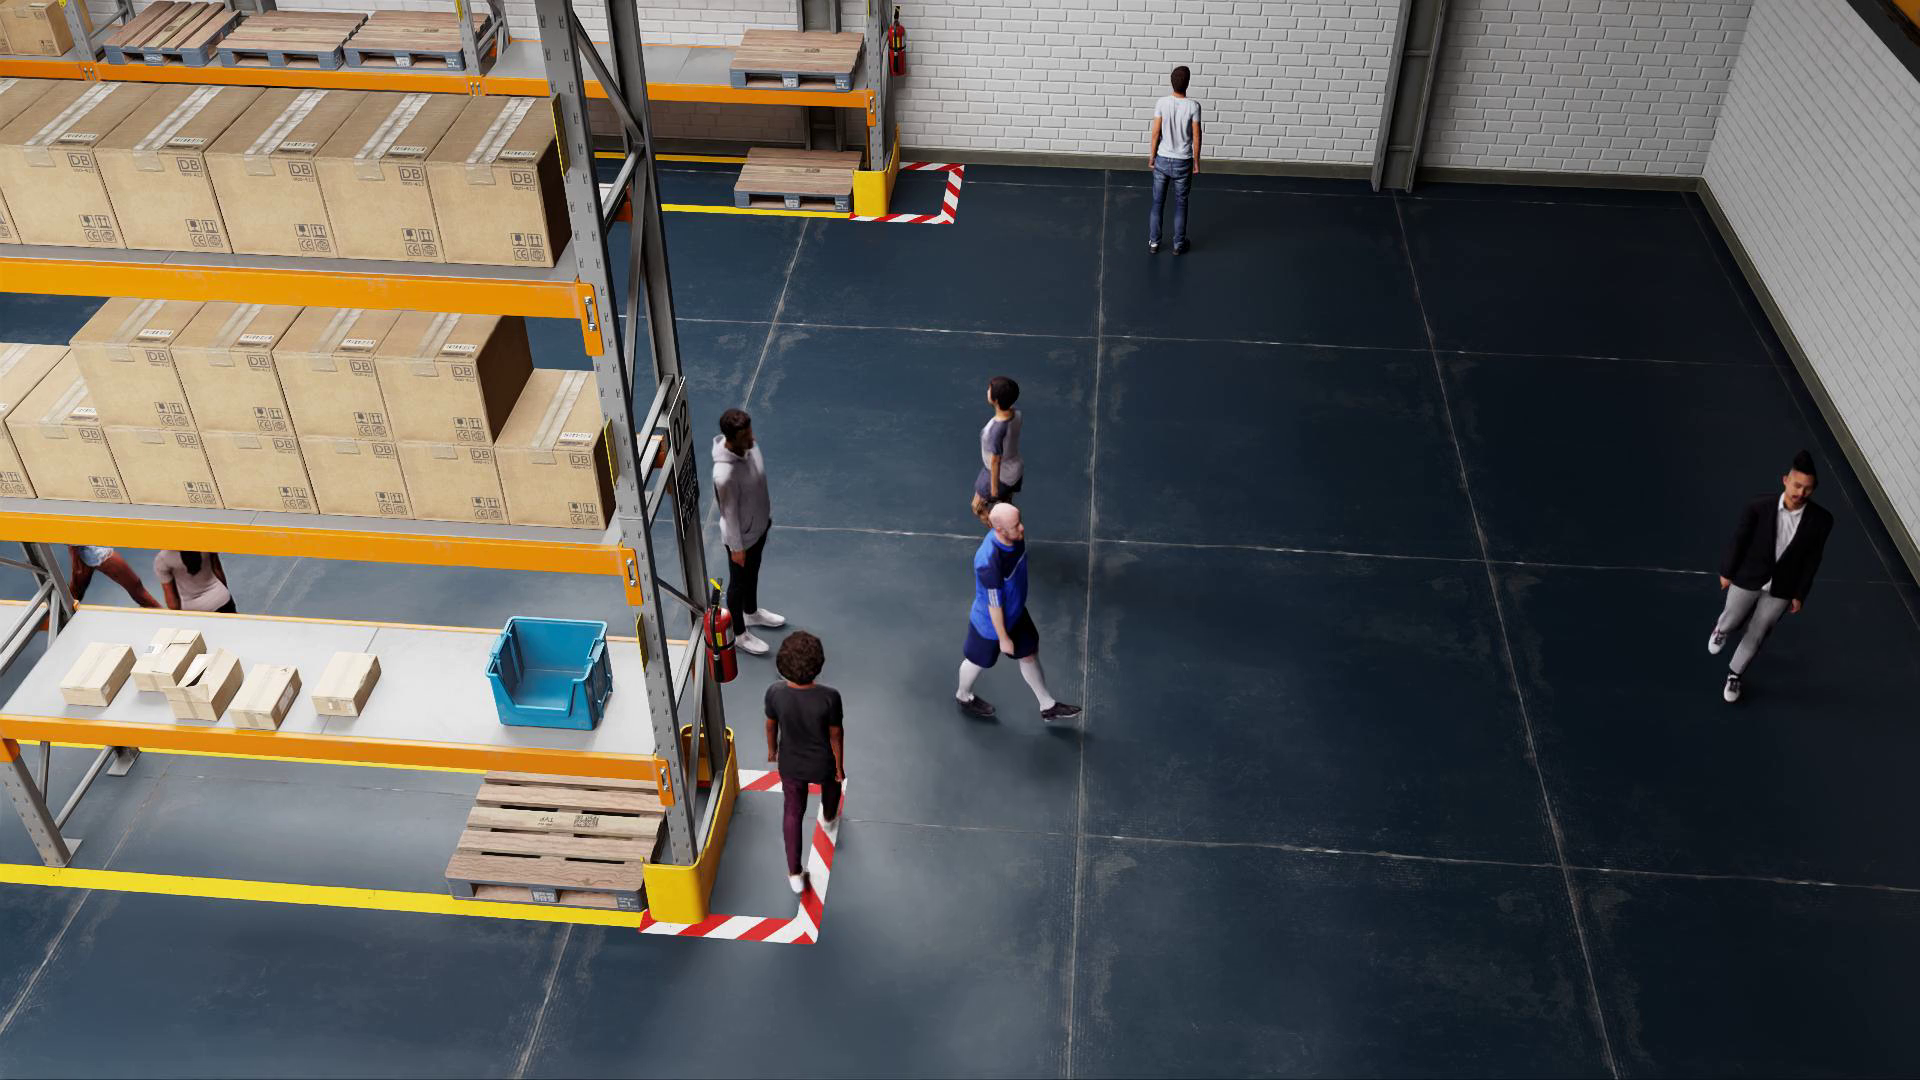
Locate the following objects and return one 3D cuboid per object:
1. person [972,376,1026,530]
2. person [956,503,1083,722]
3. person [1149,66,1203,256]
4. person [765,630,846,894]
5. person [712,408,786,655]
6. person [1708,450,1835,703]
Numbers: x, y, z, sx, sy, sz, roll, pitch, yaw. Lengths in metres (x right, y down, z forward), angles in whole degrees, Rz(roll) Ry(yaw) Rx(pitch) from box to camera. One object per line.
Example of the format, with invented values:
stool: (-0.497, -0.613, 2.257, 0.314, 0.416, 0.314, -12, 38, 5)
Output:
person: (0.367, -0.498, 12.210, 0.666, 1.550, 0.657, 16, 41, 20)
person: (0.171, 0.486, 10.781, 1.180, 1.796, 0.896, 15, 41, 17)
person: (2.037, -3.615, 15.860, 0.522, 1.865, 0.734, 9, 39, 11)
person: (-0.912, 1.312, 9.777, 1.020, 1.757, 0.722, 1, 39, 2)
person: (-1.488, -0.089, 11.394, 0.649, 1.929, 0.726, 10, 40, 13)
person: (5.365, 0.184, 11.045, 0.901, 1.938, 0.921, 15, 41, 18)
